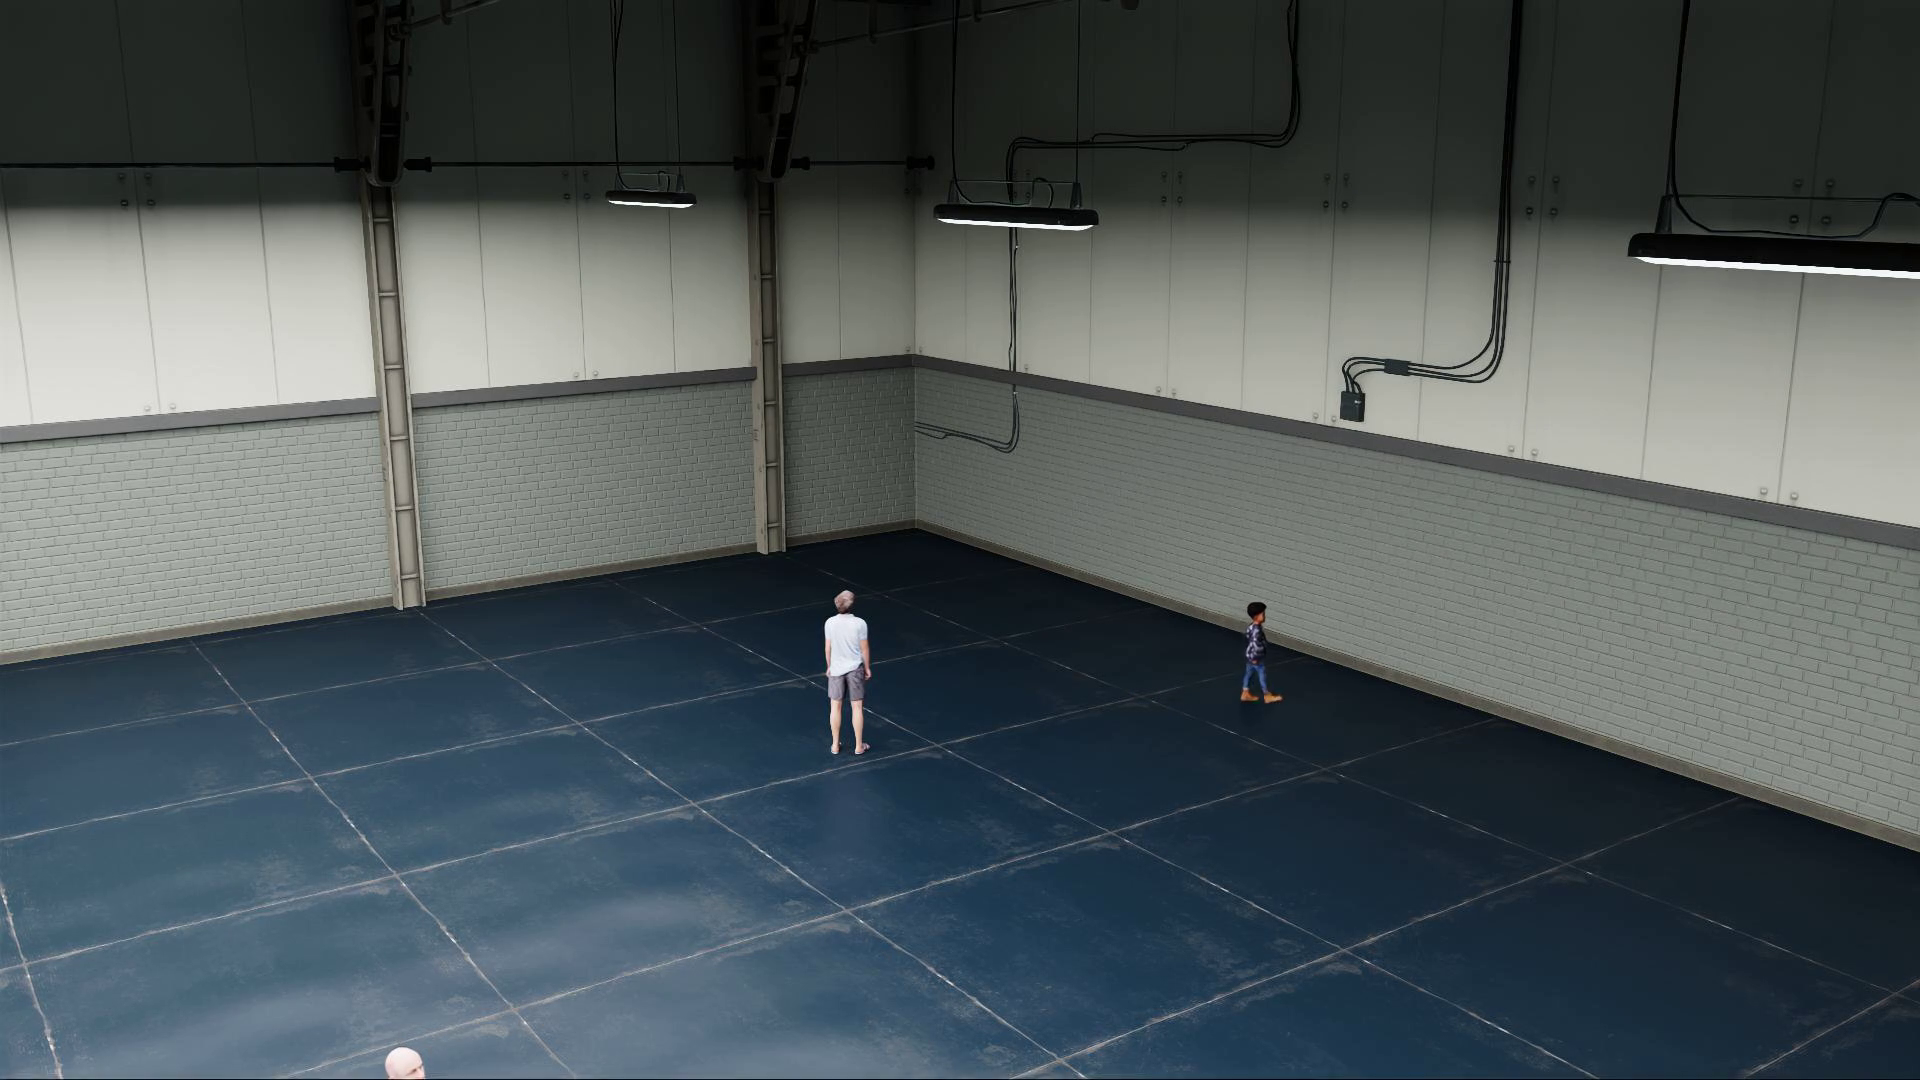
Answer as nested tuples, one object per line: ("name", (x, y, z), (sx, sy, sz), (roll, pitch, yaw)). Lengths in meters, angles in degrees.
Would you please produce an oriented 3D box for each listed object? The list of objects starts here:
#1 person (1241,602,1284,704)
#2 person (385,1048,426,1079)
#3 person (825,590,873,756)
("person", (3.487, 1.350, 19.904), (0.804, 1.237, 0.741), (2, 13, 9))
("person", (-2.958, 3.573, 8.976), (0.818, 1.837, 0.722), (4, 14, 18))
("person", (-1.242, 1.442, 18.190), (0.725, 1.832, 0.797), (2, 13, 7))
